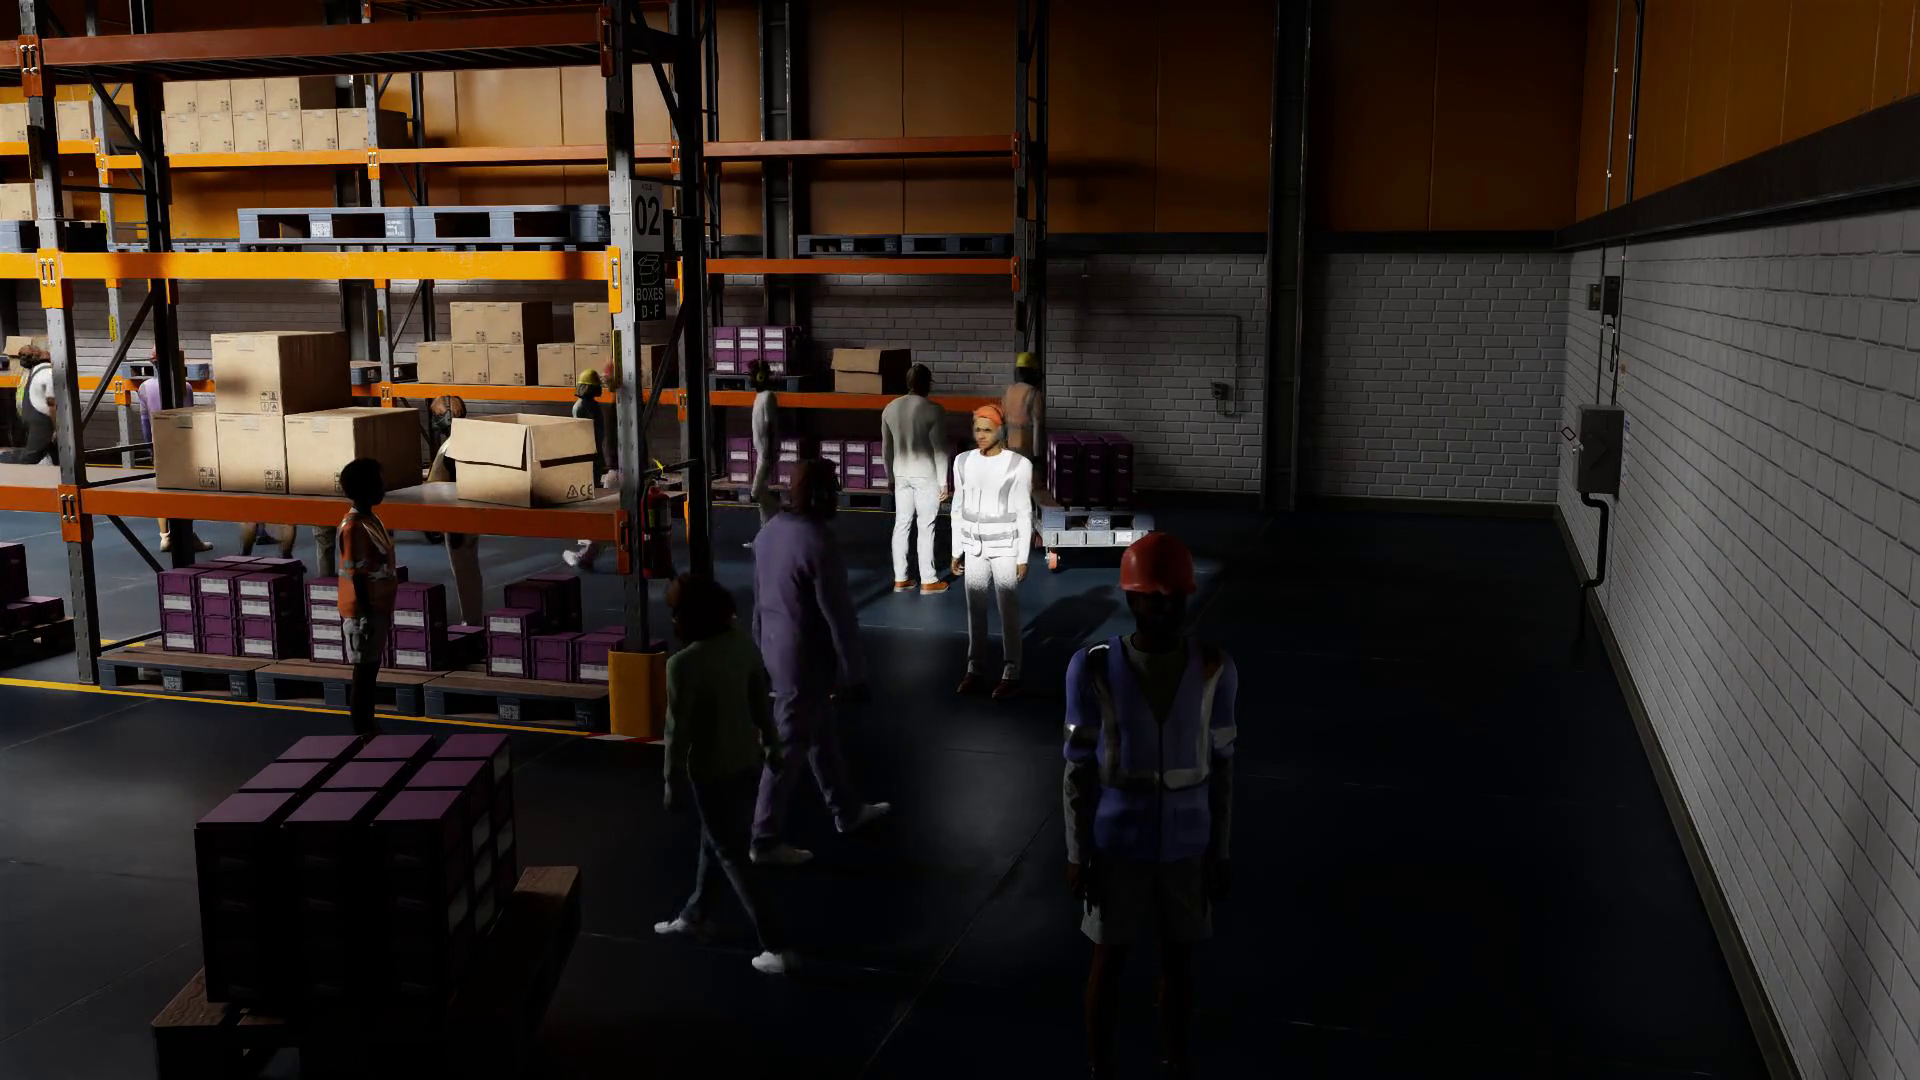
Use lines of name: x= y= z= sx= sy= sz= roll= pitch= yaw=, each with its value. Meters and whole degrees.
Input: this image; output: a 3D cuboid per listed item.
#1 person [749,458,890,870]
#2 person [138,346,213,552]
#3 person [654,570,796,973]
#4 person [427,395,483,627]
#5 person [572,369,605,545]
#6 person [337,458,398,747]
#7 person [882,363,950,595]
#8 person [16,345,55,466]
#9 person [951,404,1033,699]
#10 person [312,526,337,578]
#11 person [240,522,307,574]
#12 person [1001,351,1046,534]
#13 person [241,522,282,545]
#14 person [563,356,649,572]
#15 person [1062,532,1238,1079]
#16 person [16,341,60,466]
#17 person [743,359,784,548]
person: x=-0.624 y=0.556 z=7.705 sx=0.931 sy=1.862 sz=0.669 roll=-6 pitch=11 yaw=-31
person: x=-7.537 y=-0.888 z=15.959 sx=0.608 sy=2.048 sz=0.365 roll=3 pitch=10 yaw=16
person: x=-0.921 y=0.901 z=6.509 sx=0.788 sy=1.603 sz=0.564 roll=6 pitch=11 yaw=31
person: x=-3.615 y=-0.125 z=11.964 sx=0.429 sy=1.837 sz=0.629 roll=-3 pitch=10 yaw=-16
person: x=-3.647 y=-0.819 z=16.458 sx=0.293 sy=1.745 sz=0.486 roll=2 pitch=9 yaw=10
person: x=-3.278 y=0.389 z=9.233 sx=0.318 sy=1.699 sz=0.535 roll=-2 pitch=10 yaw=-12
person: x=-0.364 y=-0.511 z=13.991 sx=0.634 sy=1.938 sz=0.355 roll=6 pitch=11 yaw=32
person: x=-10.917 y=-1.393 z=19.699 sx=0.624 sy=1.836 sz=0.429 roll=9 pitch=13 yaw=44
person: x=0.198 y=0.072 z=10.625 sx=0.577 sy=1.879 sz=0.351 roll=6 pitch=11 yaw=31
person: x=-5.002 y=-0.348 z=13.318 sx=0.590 sy=1.833 sz=0.404 roll=-6 pitch=11 yaw=-31
person: x=-6.112 y=-0.609 z=14.726 sx=0.754 sy=1.898 sz=0.378 roll=-1 pitch=9 yaw=-5
person: x=0.602 y=-0.965 z=16.905 sx=0.589 sy=1.899 sz=0.817 roll=8 pitch=12 yaw=41
person: x=-6.965 y=-0.833 z=16.516 sx=0.523 sy=1.759 sz=0.350 roll=8 pitch=12 yaw=41
person: x=-3.084 y=-0.666 z=14.892 sx=0.962 sy=1.948 sz=0.623 roll=3 pitch=10 yaw=16
person: x=0.593 y=0.932 z=5.181 sx=0.548 sy=1.942 sz=0.347 roll=-1 pitch=9 yaw=-5
person: x=-10.527 y=-1.406 z=19.137 sx=1.194 sy=2.000 sz=0.694 roll=-9 pitch=13 yaw=-43
person: x=-1.858 y=-0.831 z=16.174 sx=0.469 sy=1.858 sz=0.543 roll=-3 pitch=10 yaw=-15
